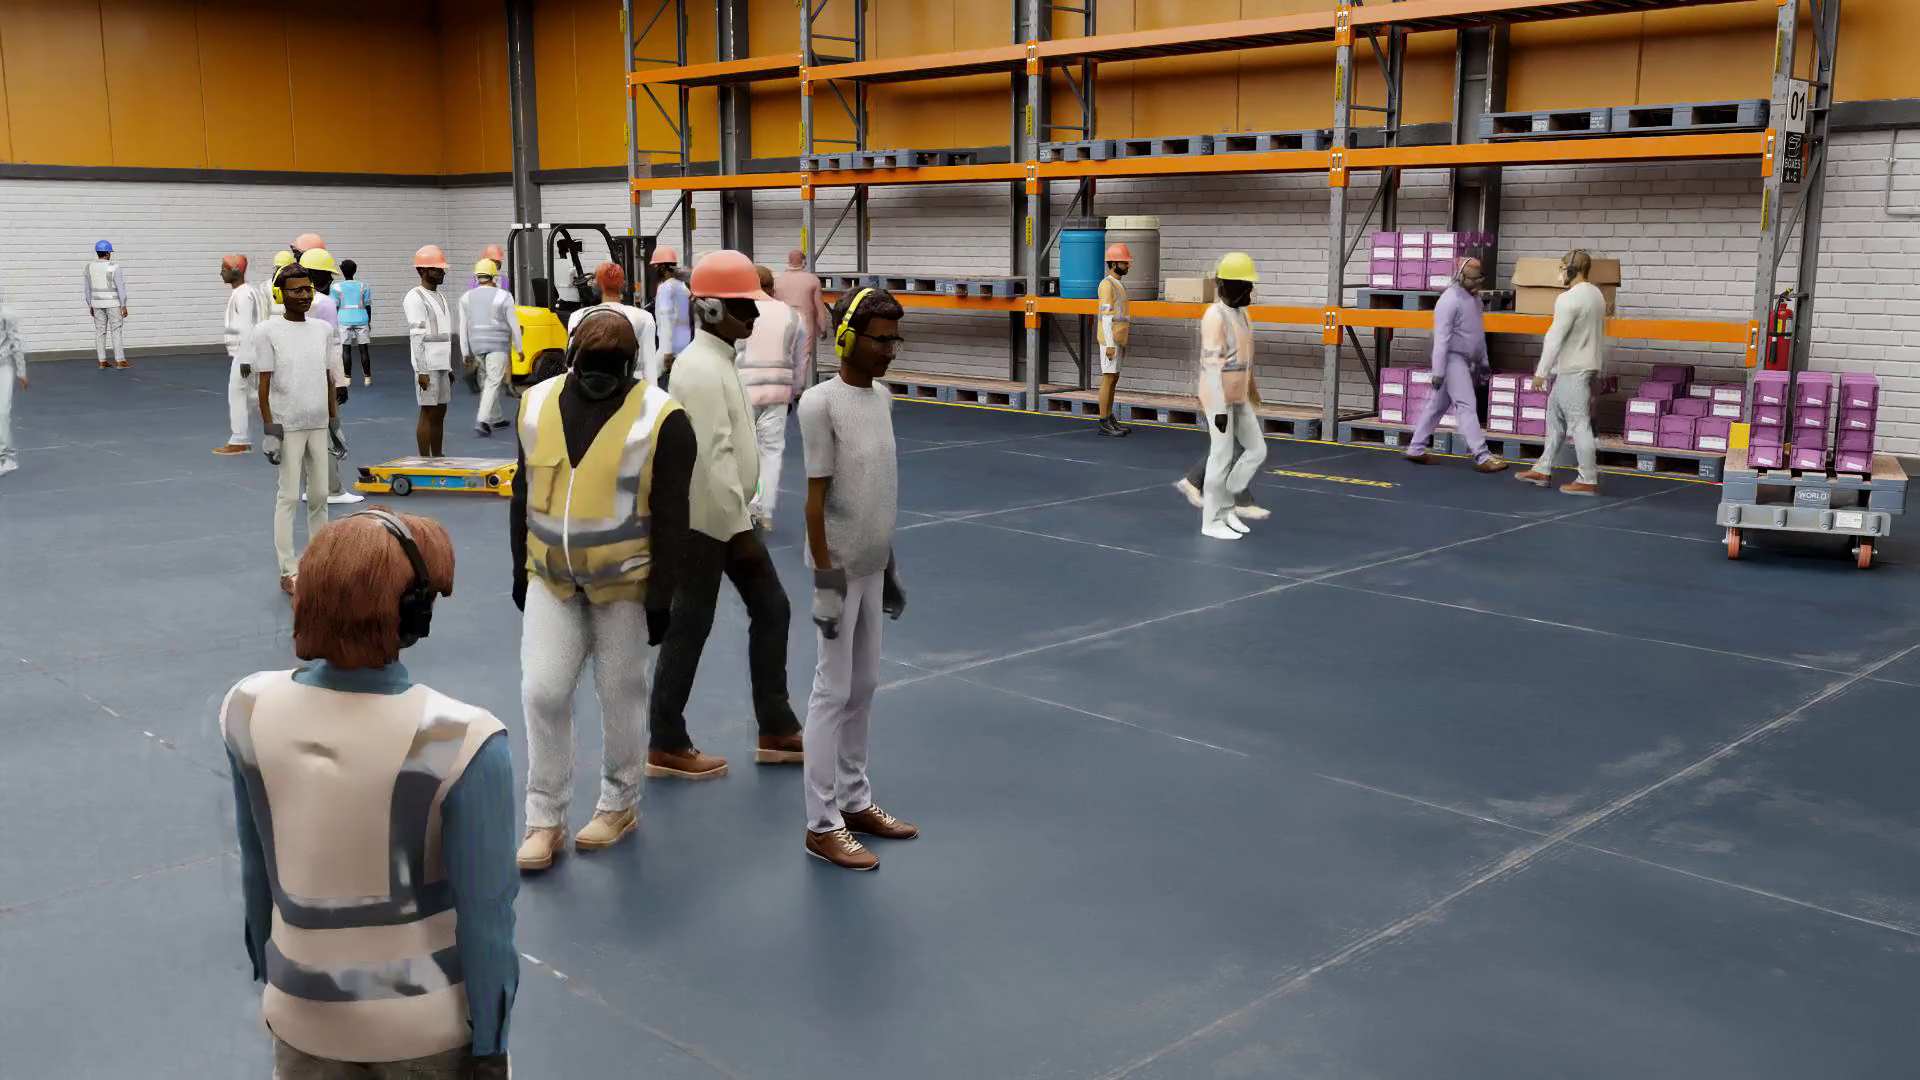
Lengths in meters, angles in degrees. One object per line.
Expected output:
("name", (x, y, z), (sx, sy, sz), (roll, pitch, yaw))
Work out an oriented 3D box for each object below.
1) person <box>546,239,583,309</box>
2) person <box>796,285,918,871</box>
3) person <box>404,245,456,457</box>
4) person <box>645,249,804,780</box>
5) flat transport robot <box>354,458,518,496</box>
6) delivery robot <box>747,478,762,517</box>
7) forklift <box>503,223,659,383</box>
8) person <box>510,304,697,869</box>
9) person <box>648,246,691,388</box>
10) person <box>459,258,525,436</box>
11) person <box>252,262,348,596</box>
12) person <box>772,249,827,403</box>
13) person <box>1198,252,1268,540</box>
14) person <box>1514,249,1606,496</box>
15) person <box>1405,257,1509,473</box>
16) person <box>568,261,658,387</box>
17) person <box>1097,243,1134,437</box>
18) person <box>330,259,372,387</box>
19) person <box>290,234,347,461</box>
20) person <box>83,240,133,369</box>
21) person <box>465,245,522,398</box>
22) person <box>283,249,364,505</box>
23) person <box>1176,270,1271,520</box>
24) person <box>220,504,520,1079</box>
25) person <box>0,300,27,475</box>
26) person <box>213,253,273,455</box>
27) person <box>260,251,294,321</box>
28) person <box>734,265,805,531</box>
("person", (-6.351, -3.868, 26.839), (0.607, 1.966, 0.367), (1, 10, 3))
("person", (-0.329, 0.114, 5.408), (0.332, 1.865, 0.520), (5, 12, 25))
("person", (-4.309, -1.437, 13.664), (0.360, 1.938, 0.545), (1, 10, 6))
("person", (-0.806, -0.071, 6.148), (0.846, 1.964, 0.634), (1, 10, 5))
("flat transport robot", (-3.975, -0.513, 13.170), (1.431, 0.197, 0.652), (2, 11, 10))
("delivery robot", (-1.681, -0.311, 11.039), (0.707, 0.478, 0.477), (-3, 11, -18))
("forklift", (-5.316, -3.263, 22.920), (2.313, 2.155, 1.214), (-10, 14, -44))
("person", (-1.207, 0.164, 5.304), (0.690, 1.803, 0.680), (2, 11, 13))
("person", (-2.875, -1.909, 16.297), (0.657, 1.909, 0.568), (2, 11, 13))
("person", (-4.803, -1.963, 16.950), (0.593, 1.795, 0.908), (3, 11, 15))
("person", (-3.718, -0.622, 9.431), (0.328, 1.861, 0.514), (6, 12, 31))
("person", (-1.960, -2.618, 20.333), (0.658, 1.859, 0.969), (3, 11, 17))
("person", (1.808, -0.940, 11.029), (0.445, 1.907, 0.608), (7, 12, 32))
("person", (4.701, -1.315, 13.091), (0.867, 1.909, 0.634), (9, 13, 39))
("person", (4.272, -1.497, 14.277), (0.975, 1.835, 0.619), (7, 12, 32))
("person", (-2.274, -0.898, 10.939), (0.585, 1.863, 0.747), (-3, 11, -14))
("person", (1.576, -2.019, 16.835), (0.360, 1.939, 0.543), (3, 11, 17))
("person", (-8.142, -2.900, 22.289), (0.535, 1.700, 0.318), (-6, 12, -30))
("person", (-5.809, -1.720, 14.945), (0.391, 2.034, 0.605), (-9, 13, -39))
("person", (-12.918, -3.559, 25.204), (0.615, 1.946, 0.391), (1, 10, 5))
("person", (-5.880, -2.738, 20.846), (0.869, 1.914, 0.554), (8, 13, 37))
("person", (-4.830, -1.225, 12.552), (0.585, 1.921, 0.383), (7, 13, 35))
("person", (1.918, -1.077, 12.030), (0.782, 1.821, 0.531), (7, 13, 35))
("person", (-0.929, 0.757, 2.571), (0.517, 1.615, 0.691), (2, 11, 13))
("person", (-8.209, -1.389, 13.988), (0.513, 1.707, 0.830), (-1, 10, -4))
("person", (-6.555, -1.717, 15.407), (0.742, 1.861, 0.583), (-4, 11, -21))
("person", (-7.895, -2.477, 19.609), (0.586, 1.837, 0.403), (1, 10, 4))
("person", (-1.380, -0.966, 11.426), (0.649, 1.820, 0.456), (-4, 11, -20))
